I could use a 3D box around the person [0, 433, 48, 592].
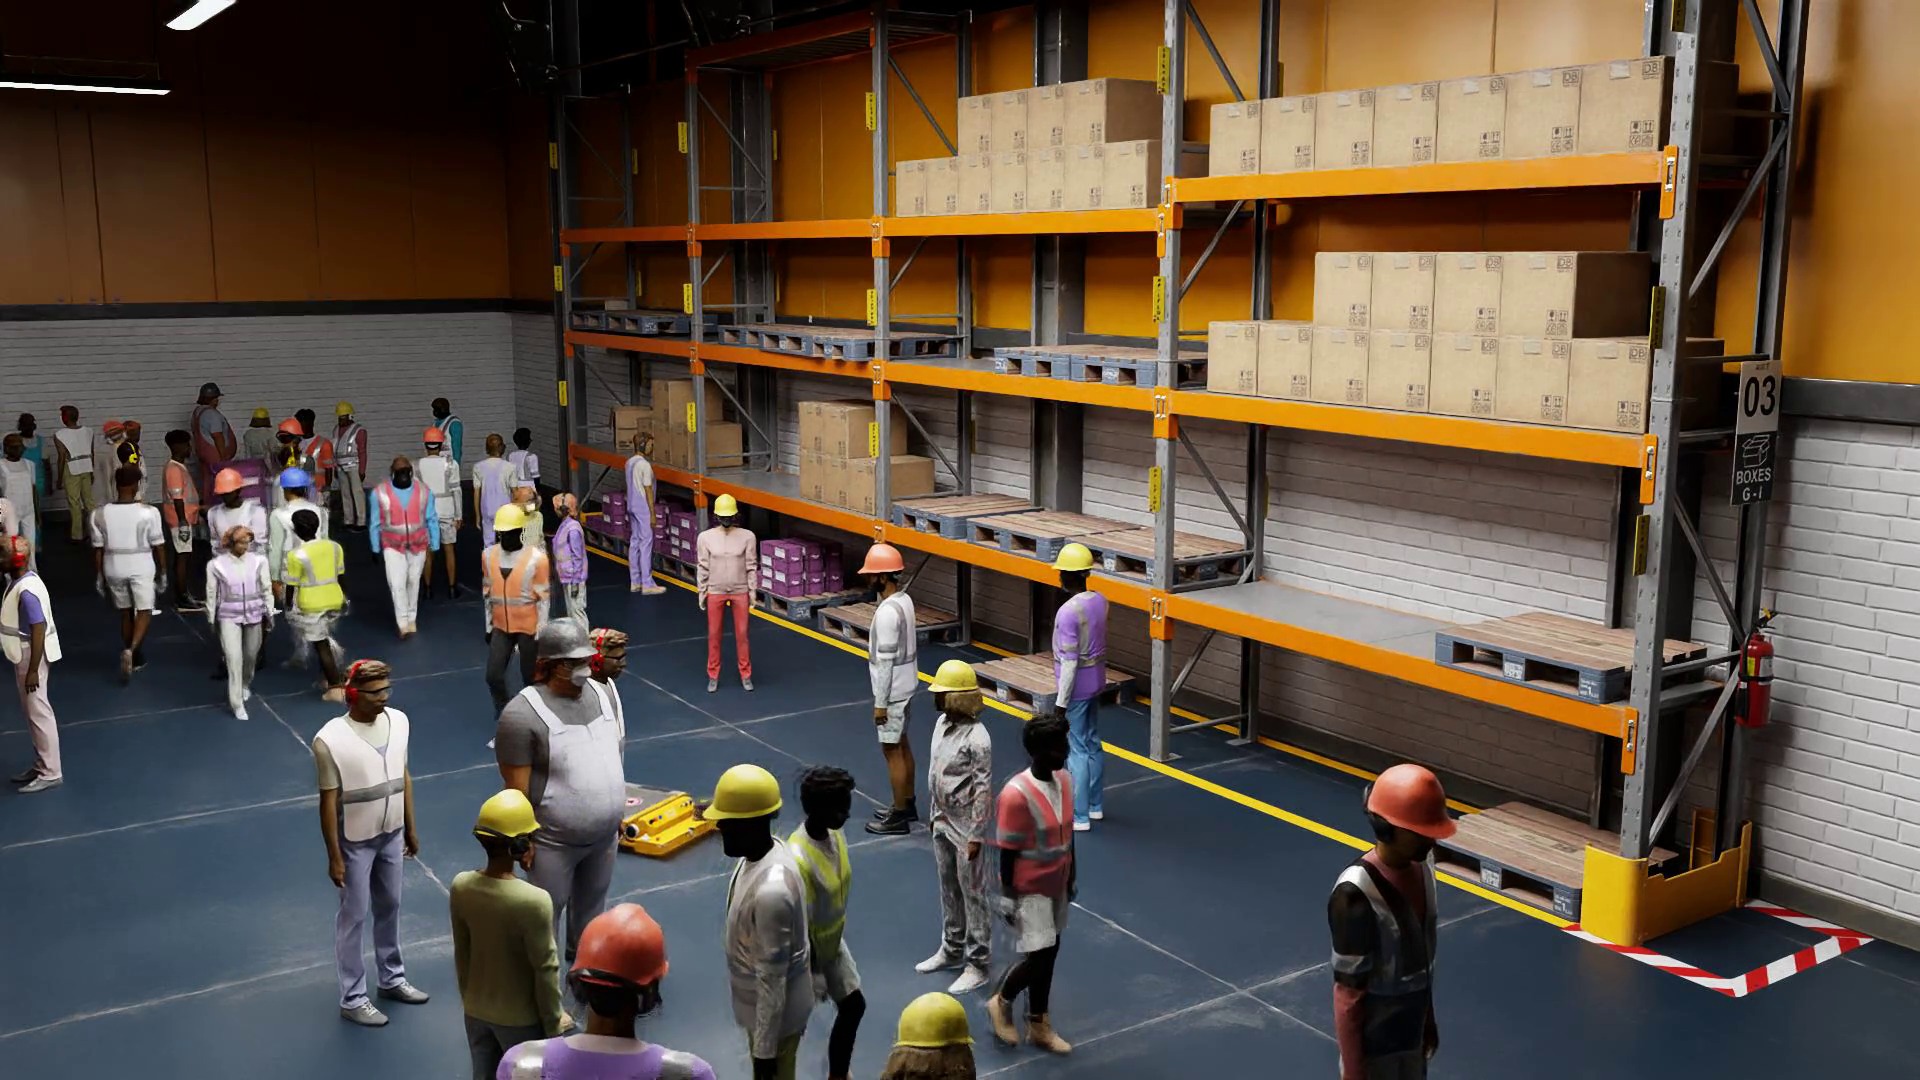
[{"bbox_3d":[-10.572,-0.282,18.666,0.349,1.841,0.502,5,11,29],"label":"person"}]

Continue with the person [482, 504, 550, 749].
[{"bbox_3d":[-3.457,0.674,12.830,0.608,1.906,0.669,3,10,16],"label":"person"}]

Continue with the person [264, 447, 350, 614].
[{"bbox_3d":[-7.102,-0.092,17.683,0.974,1.807,0.480,-4,11,-23],"label":"person"}]

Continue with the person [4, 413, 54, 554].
[{"bbox_3d":[-11.854,-0.707,21.190,0.541,1.822,0.547,-8,13,-40],"label":"person"}]

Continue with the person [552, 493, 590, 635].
[{"bbox_3d":[-3.600,0.373,15.415,0.314,1.636,0.515,-4,11,-23],"label":"person"}]

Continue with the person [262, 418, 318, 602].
[{"bbox_3d":[-7.360,-0.326,18.371,0.604,2.034,0.417,1,10,8],"label":"person"}]

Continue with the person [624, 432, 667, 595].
[{"bbox_3d":[-3.579,-0.302,18.783,0.343,1.839,0.506,-8,12,-39],"label":"person"}]

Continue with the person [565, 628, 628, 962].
[{"bbox_3d":[-1.979,1.373,9.001,0.419,1.828,0.561,1,10,4],"label":"person"}]

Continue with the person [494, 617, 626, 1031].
[{"bbox_3d":[-1.909,1.388,8.274,0.538,2.000,0.685,7,12,36],"label":"person"}]

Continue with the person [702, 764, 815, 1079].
[{"bbox_3d":[-0.760,1.782,6.337,0.401,1.918,0.584,-2,10,-13],"label":"person"}]

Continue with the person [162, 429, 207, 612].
[{"bbox_3d":[-8.369,-0.215,17.899,0.361,1.965,0.612,-5,11,-27],"label":"person"}]

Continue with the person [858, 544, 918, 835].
[{"bbox_3d":[-0.478,0.983,10.990,0.390,1.928,0.546,2,10,10],"label":"person"}]

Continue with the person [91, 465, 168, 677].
[{"bbox_3d":[-7.515,0.298,15.019,0.621,1.941,0.793,-1,10,-8],"label":"person"}]

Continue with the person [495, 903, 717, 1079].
[{"bbox_3d":[-0.972,2.007,4.661,0.670,2.029,0.422,0,10,1],"label":"person"}]

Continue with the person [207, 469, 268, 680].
[{"bbox_3d":[-6.521,0.308,15.020,0.566,1.892,0.875,-1,10,-3],"label":"person"}]

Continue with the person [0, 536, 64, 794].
[{"bbox_3d":[-6.623,0.873,11.863,0.374,1.843,0.575,-7,12,-35],"label":"person"}]

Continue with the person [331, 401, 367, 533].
[{"bbox_3d":[-8.438,-1.005,22.970,0.591,1.824,0.403,5,11,28],"label":"person"}]

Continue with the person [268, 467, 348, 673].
[{"bbox_3d":[-5.895,0.299,15.031,0.832,1.918,0.602,4,10,21],"label":"person"}]

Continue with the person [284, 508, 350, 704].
[{"bbox_3d":[-5.529,0.561,14.192,0.695,1.663,0.549,6,11,31],"label":"person"}]

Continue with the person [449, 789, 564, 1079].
[{"bbox_3d":[-1.746,1.835,6.487,0.526,1.760,0.333,6,11,31],"label":"person"}]

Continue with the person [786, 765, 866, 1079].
[{"bbox_3d":[-0.590,1.767,7.132,0.585,1.660,0.547,4,10,20],"label":"person"}]

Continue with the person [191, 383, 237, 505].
[{"bbox_3d":[-10.517,-1.213,23.538,0.683,2.000,0.538,8,13,40],"label":"person"}]

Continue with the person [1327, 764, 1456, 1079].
[{"bbox_3d":[1.567,1.778,6.022,0.410,2.029,0.619,9,13,41],"label":"person"}]

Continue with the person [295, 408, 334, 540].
[{"bbox_3d":[-7.963,-0.639,20.386,0.606,1.966,0.367,2,10,14],"label":"person"}]

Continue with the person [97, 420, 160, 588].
[{"bbox_3d":[-9.527,-0.383,18.947,0.690,1.949,0.416,5,11,25],"label":"person"}]

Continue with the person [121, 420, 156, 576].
[{"bbox_3d":[-9.752,-0.468,19.619,0.354,1.886,0.572,0,10,-1],"label":"person"}]

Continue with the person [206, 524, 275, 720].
[{"bbox_3d":[-6.053,0.645,13.946,0.506,1.604,0.804,-8,12,-38],"label":"person"}]

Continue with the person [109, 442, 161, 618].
[{"bbox_3d":[-8.747,-0.108,17.593,0.510,1.860,0.333,6,12,33],"label":"person"}]

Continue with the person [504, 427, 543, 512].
[{"bbox_3d":[-5.400,-0.547,20.634,0.531,1.698,0.320,5,11,26],"label":"person"}]

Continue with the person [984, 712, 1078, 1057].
[{"bbox_3d":[0.382,1.631,7.865,0.362,1.685,0.551,7,12,37],"label":"person"}]

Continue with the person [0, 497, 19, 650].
[{"bbox_3d":[-9.129,0.224,15.535,0.624,1.909,1.105,-3,10,-19],"label":"person"}]

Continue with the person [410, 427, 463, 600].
[{"bbox_3d":[-5.811,-0.297,18.493,0.546,1.928,0.381,-2,10,-10],"label":"person"}]

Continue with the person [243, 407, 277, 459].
[{"bbox_3d":[-9.642,-0.973,23.030,0.481,1.735,0.321,1,10,8],"label":"person"}]

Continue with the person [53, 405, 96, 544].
[{"bbox_3d":[-11.704,-0.863,22.040,0.389,1.850,0.567,4,10,21],"label":"person"}]

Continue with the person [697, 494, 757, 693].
[{"bbox_3d":[-2.029,0.466,14.516,0.528,1.760,0.337,-2,10,-10],"label":"person"}]

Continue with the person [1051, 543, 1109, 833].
[{"bbox_3d":[0.767,0.975,11.030,0.378,1.925,0.594,5,11,28],"label":"person"}]

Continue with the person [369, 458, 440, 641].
[{"bbox_3d":[-5.499,0.093,16.564,0.659,1.798,0.919,-5,11,-28],"label":"person"}]

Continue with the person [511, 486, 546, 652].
[{"bbox_3d":[-4.162,0.283,15.989,0.289,1.623,0.507,5,11,27],"label":"person"}]

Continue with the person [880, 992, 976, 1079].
[{"bbox_3d":[-0.145,2.156,4.750,0.441,1.699,0.570,-1,10,-6],"label":"person"}]

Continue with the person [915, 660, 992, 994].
[{"bbox_3d":[-0.021,1.473,8.644,0.295,1.744,0.484,-6,11,-31],"label":"person"}]

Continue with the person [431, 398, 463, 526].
[{"bbox_3d":[-7.254,-1.093,23.466,0.635,1.831,0.429,8,13,41],"label":"person"}]

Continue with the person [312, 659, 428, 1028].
[{"bbox_3d":[-2.957,1.485,8.295,0.392,1.838,0.561,5,11,26],"label":"person"}]

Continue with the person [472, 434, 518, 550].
[{"bbox_3d":[-5.155,-0.265,18.554,0.509,1.842,0.329,0,10,-1],"label":"person"}]

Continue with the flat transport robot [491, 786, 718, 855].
[{"bbox_3d":[-2.376,1.798,11.049,1.431,0.197,0.652,5,11,25],"label":"flat transport robot"}]
